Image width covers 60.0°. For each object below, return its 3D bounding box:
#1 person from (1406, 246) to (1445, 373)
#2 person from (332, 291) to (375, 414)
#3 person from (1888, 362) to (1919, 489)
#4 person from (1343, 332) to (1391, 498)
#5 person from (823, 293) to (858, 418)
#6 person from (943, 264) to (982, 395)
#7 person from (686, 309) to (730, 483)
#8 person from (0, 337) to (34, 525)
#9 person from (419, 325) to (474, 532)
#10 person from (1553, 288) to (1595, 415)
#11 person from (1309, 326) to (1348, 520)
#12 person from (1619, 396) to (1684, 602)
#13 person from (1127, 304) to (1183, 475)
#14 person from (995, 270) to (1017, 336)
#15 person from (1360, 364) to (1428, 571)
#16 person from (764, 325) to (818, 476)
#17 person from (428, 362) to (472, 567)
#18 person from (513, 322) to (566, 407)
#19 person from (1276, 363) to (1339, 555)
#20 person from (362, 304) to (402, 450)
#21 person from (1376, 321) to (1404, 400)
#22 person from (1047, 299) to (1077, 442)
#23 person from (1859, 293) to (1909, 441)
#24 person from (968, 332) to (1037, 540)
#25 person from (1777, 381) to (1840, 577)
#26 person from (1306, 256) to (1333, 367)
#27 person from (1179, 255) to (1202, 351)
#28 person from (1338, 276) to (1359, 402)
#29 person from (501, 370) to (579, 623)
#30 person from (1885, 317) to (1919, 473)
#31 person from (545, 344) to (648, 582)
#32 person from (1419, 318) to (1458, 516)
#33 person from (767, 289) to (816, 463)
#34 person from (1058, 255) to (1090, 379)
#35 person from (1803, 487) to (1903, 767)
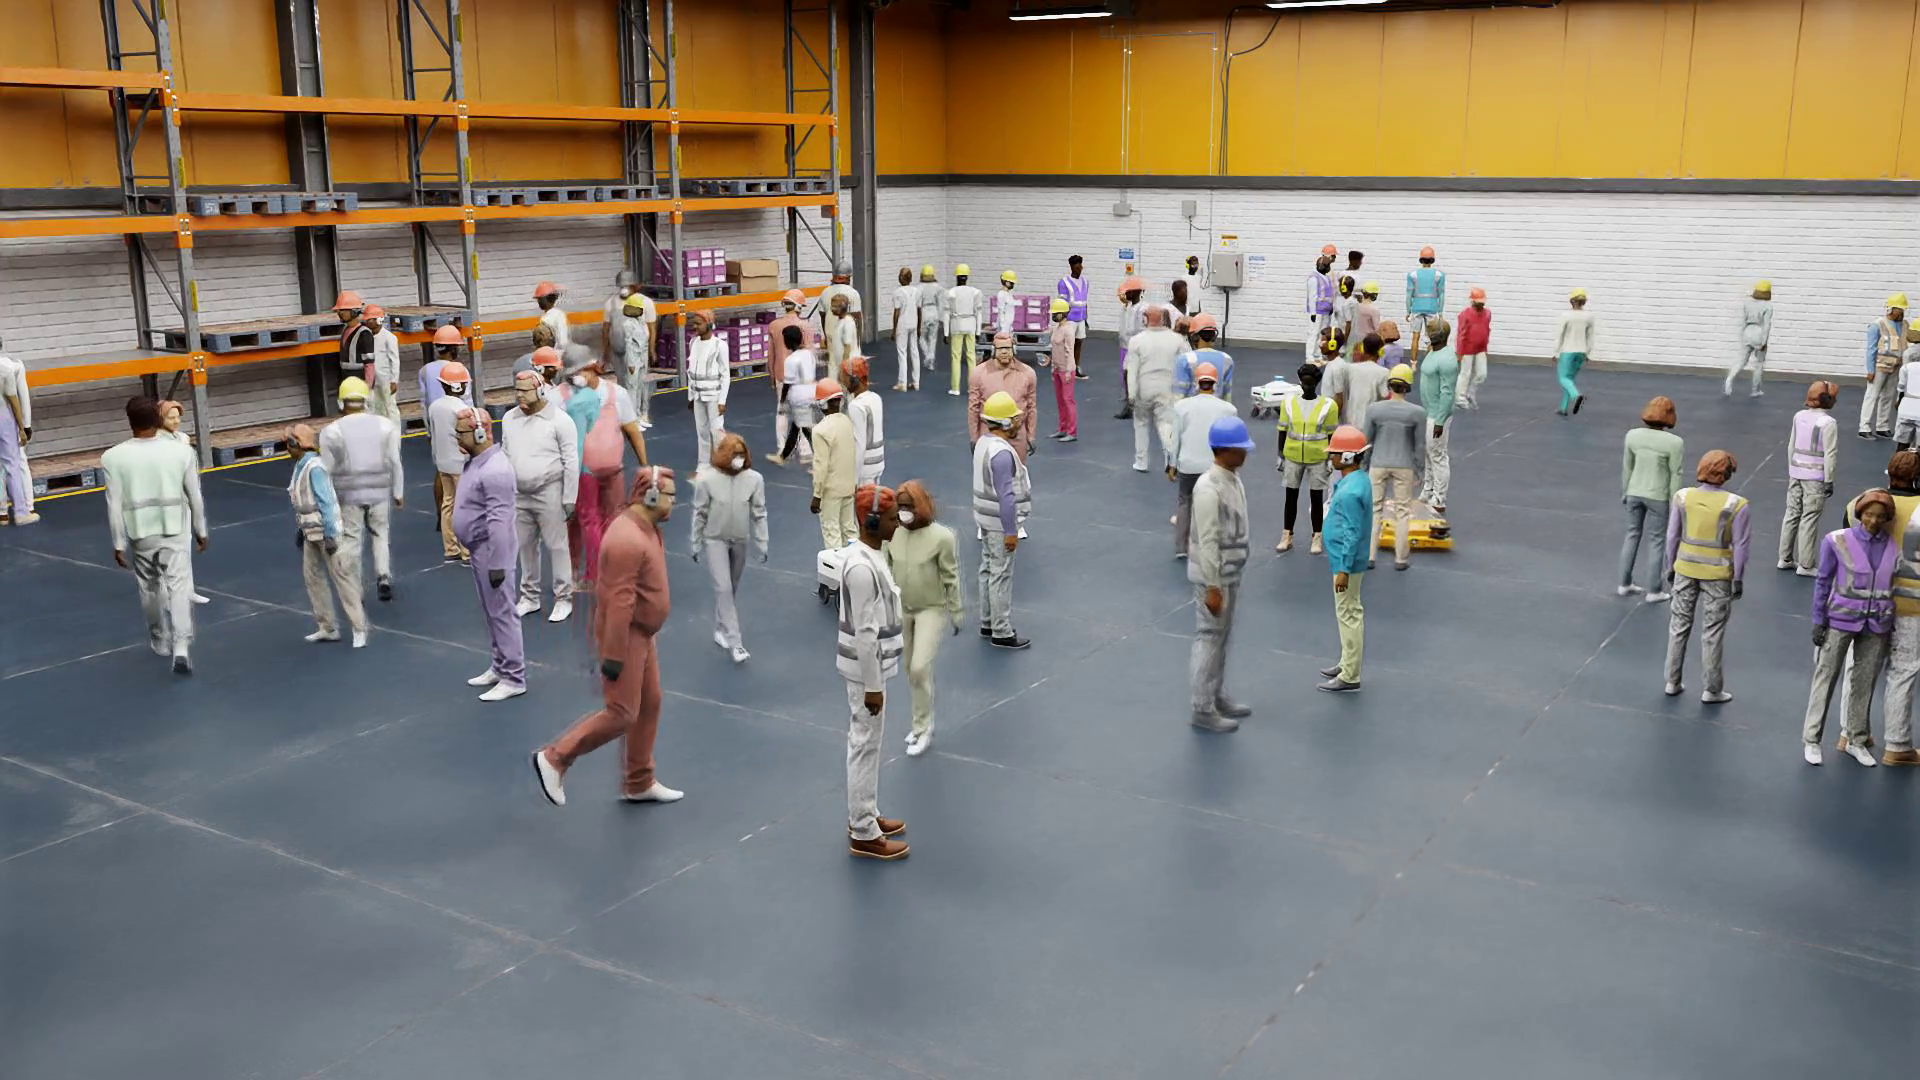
[{"bbox_3d":[7.524,-3.723,26.939,0.608,2.048,0.365,3,13,14],"label":"person"},{"bbox_3d":[-6.537,-1.662,18.010,0.377,2.045,0.605,-11,17,-41],"label":"person"},{"bbox_3d":[9.825,-1.251,17.013,0.320,1.686,0.539,-7,15,-27],"label":"person"},{"bbox_3d":[3.900,-1.082,15.992,0.527,1.822,0.972,7,15,29],"label":"person"},{"bbox_3d":[-1.543,-2.093,20.349,0.745,1.823,0.544,-5,14,-21],"label":"person"},{"bbox_3d":[0.024,-3.092,24.505,0.584,1.917,0.402,-4,13,-15],"label":"person"},{"bbox_3d":[-2.692,-1.511,17.707,0.573,1.883,0.354,10,17,38],"label":"person"},{"bbox_3d":[-9.164,-1.088,15.866,0.340,1.882,0.585,9,16,35],"label":"person"},{"bbox_3d":[-4.734,-1.031,15.509,0.551,1.932,0.377,5,14,22],"label":"person"},{"bbox_3d":[8.292,-2.507,22.356,0.565,1.726,0.691,-3,13,-11],"label":"person"},{"bbox_3d":[3.577,-1.124,16.061,0.310,1.868,0.532,2,13,9],"label":"person"},{"bbox_3d":[5.442,-0.326,13.111,0.288,1.629,0.521,-10,16,-36],"label":"person"},{"bbox_3d":[2.139,-1.639,18.256,0.649,1.877,0.733,-3,13,-12],"label":"person"},{"bbox_3d":[0.717,-3.254,25.542,0.327,1.760,0.523,4,13,15],"label":"person"},{"bbox_3d":[3.667,-0.613,14.108,0.548,1.754,0.360,5,14,19],"label":"person"},{"bbox_3d":[-1.834,-1.526,18.264,0.878,1.644,0.543,5,14,21],"label":"person"},{"bbox_3d":[-4.288,-0.648,14.247,0.559,1.751,0.326,11,17,39],"label":"person"},{"bbox_3d":[-3.889,-1.083,15.727,0.627,1.940,0.372,4,13,16],"label":"person"},{"bbox_3d":[3.048,-0.715,14.658,0.541,1.696,0.315,6,14,23],"label":"person"},{"bbox_3d":[-6.901,-1.926,19.785,0.564,1.752,0.339,9,16,33],"label":"person"},{"bbox_3d":[4.861,-1.687,19.016,0.500,1.633,0.280,-12,18,-42],"label":"person"},{"bbox_3d":[1.246,-2.091,20.508,0.349,1.759,0.522,-5,14,-20],"label":"person"},{"bbox_3d":[11.459,-2.142,20.564,0.596,1.830,0.403,-4,14,-18],"label":"person"},{"bbox_3d":[0.394,-0.948,15.212,0.641,1.908,0.407,-2,13,-8],"label":"person"},{"bbox_3d":[7.113,-0.511,13.909,0.310,1.636,0.523,-2,13,-9],"label":"person"},{"bbox_3d":[6.016,-3.813,27.813,0.430,1.838,0.632,10,16,36],"label":"person"},{"bbox_3d":[3.819,-3.773,27.545,0.518,1.870,0.323,-9,16,-34],"label":"person"},{"bbox_3d":[5.321,-2.702,22.920,0.332,1.864,0.514,6,14,24],"label":"person"},{"bbox_3d":[-3.189,-0.328,12.524,0.654,1.906,0.406,5,14,20],"label":"person"},{"bbox_3d":[10.481,-1.572,18.277,0.483,1.745,0.304,-5,14,-20],"label":"person"},{"bbox_3d":[-2.930,-0.610,13.453,0.837,2.000,0.536,-6,14,-24],"label":"person"},{"bbox_3d":[4.624,-1.195,16.216,0.373,1.940,0.629,0,13,0],"label":"person"},{"bbox_3d":[-1.906,-1.876,19.071,0.613,1.982,0.409,7,15,27],"label":"person"},{"bbox_3d":[1.797,-3.492,26.114,0.613,1.965,0.361,-11,17,-39],"label":"person"},{"bbox_3d":[5.143,0.497,9.530,0.515,1.638,0.318,1,13,6],"label":"person"}]
